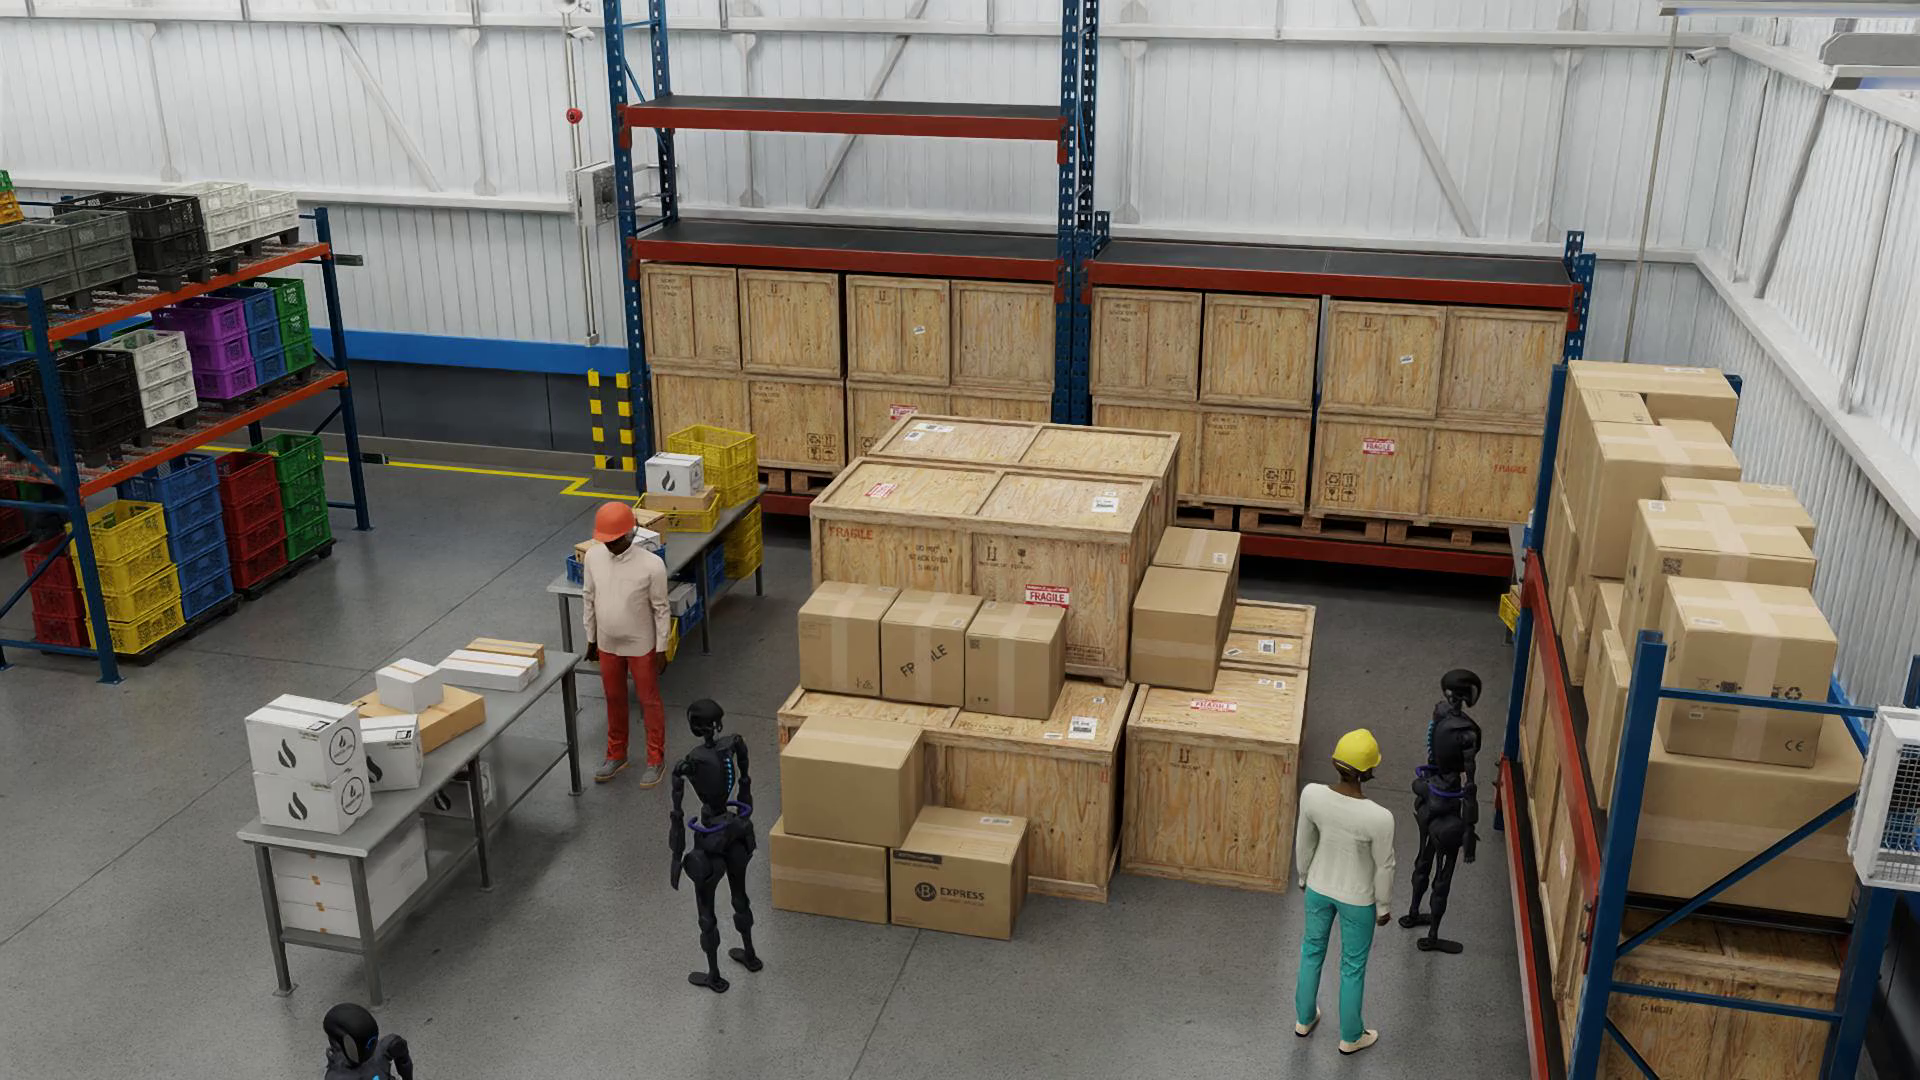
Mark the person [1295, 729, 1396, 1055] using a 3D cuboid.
[{"bbox_3d":[1.925,1.756,8.352,0.522,1.768,0.311,16,26,37],"label":"person"}]

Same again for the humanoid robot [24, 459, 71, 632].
[{"bbox_3d":[-7.332,-0.108,13.370,0.556,1.616,0.644,-18,28,-39],"label":"humanoid robot"}]

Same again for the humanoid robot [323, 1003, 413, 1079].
[{"bbox_3d":[-2.279,2.507,6.513,0.327,1.652,0.567,8,22,21],"label":"humanoid robot"}]

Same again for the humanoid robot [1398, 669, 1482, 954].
[{"bbox_3d":[2.698,1.472,9.203,0.327,1.657,0.590,-3,21,-8],"label":"humanoid robot"}]

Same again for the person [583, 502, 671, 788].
[{"bbox_3d":[-2.183,0.678,10.871,0.610,1.985,0.390,7,22,17],"label":"person"}]

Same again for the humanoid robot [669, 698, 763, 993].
[{"bbox_3d":[-1.297,1.602,8.877,0.317,1.652,0.573,16,26,36],"label":"humanoid robot"}]
